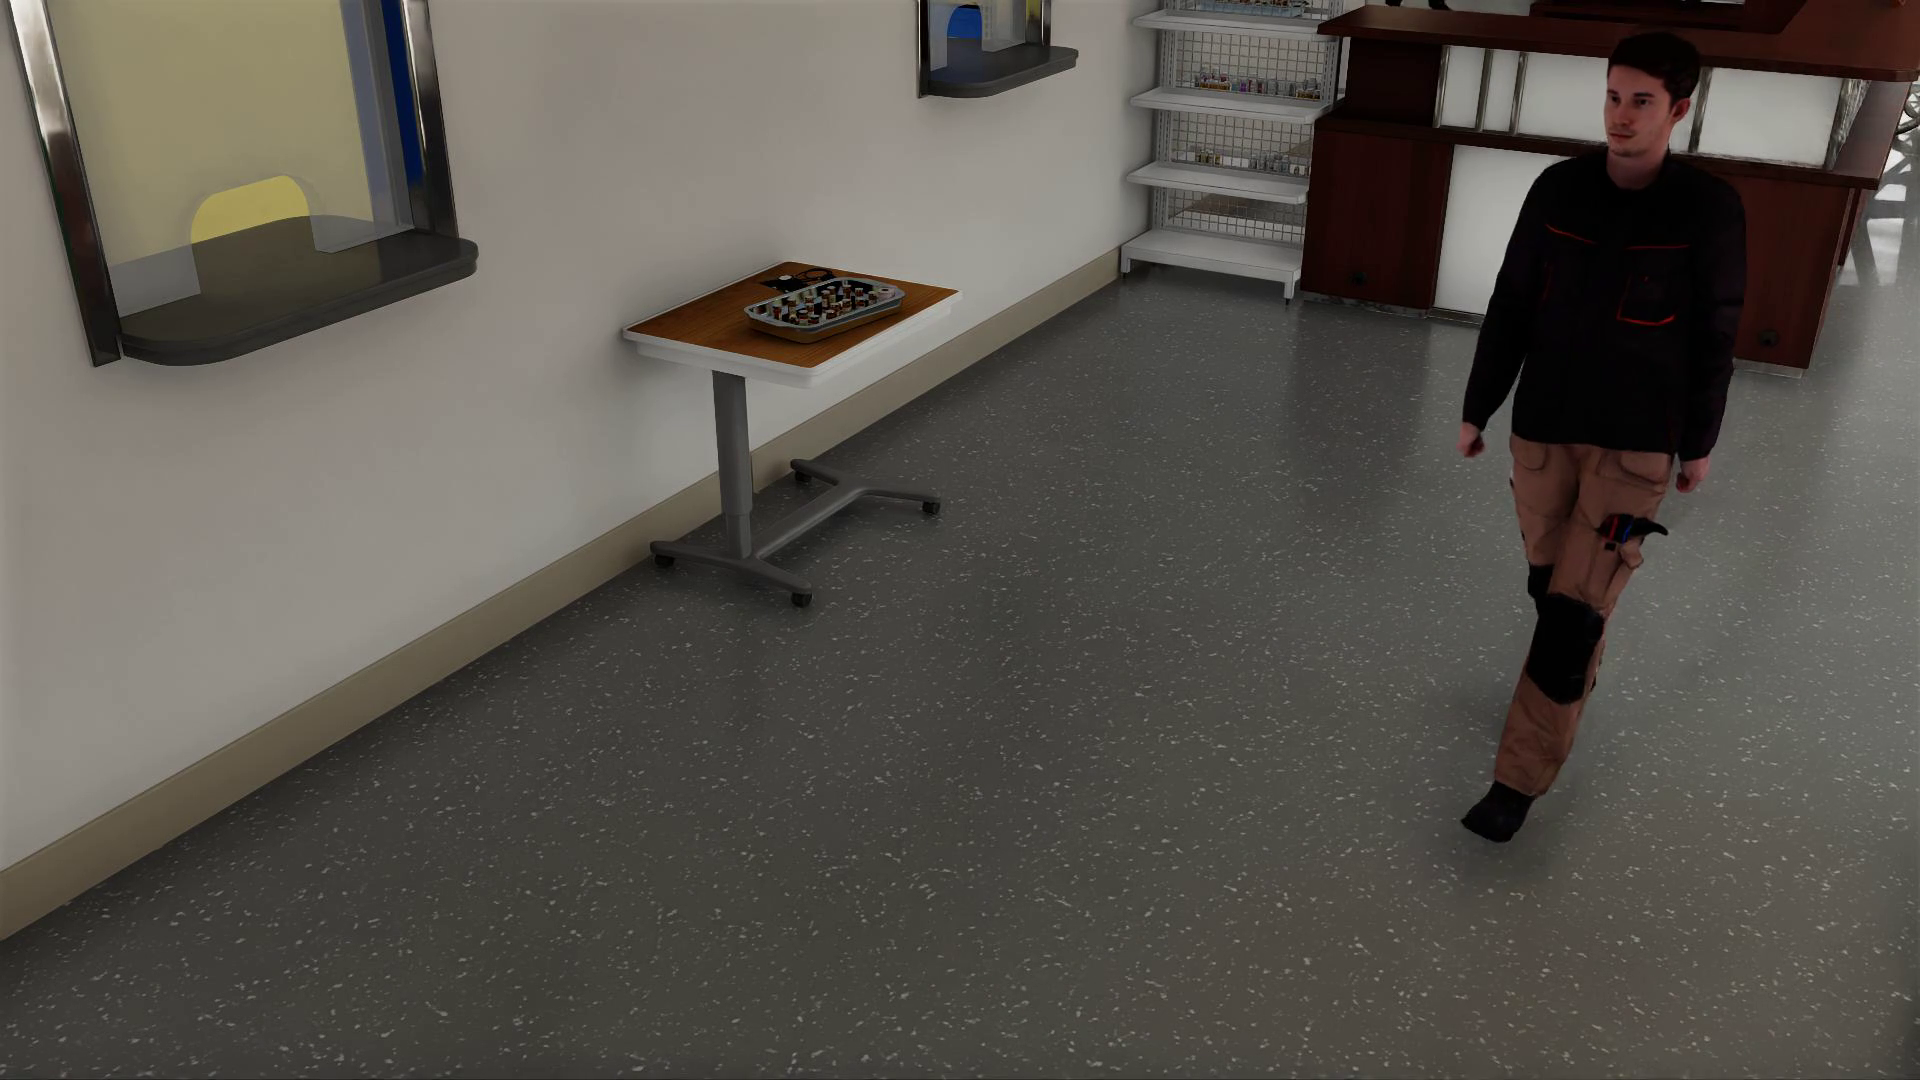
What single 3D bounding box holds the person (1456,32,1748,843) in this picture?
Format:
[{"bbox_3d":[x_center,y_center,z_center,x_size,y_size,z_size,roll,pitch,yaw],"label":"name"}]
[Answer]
[{"bbox_3d":[1.578,-0.252,4.086,1.236,1.871,0.931,20,32,36],"label":"person"}]
